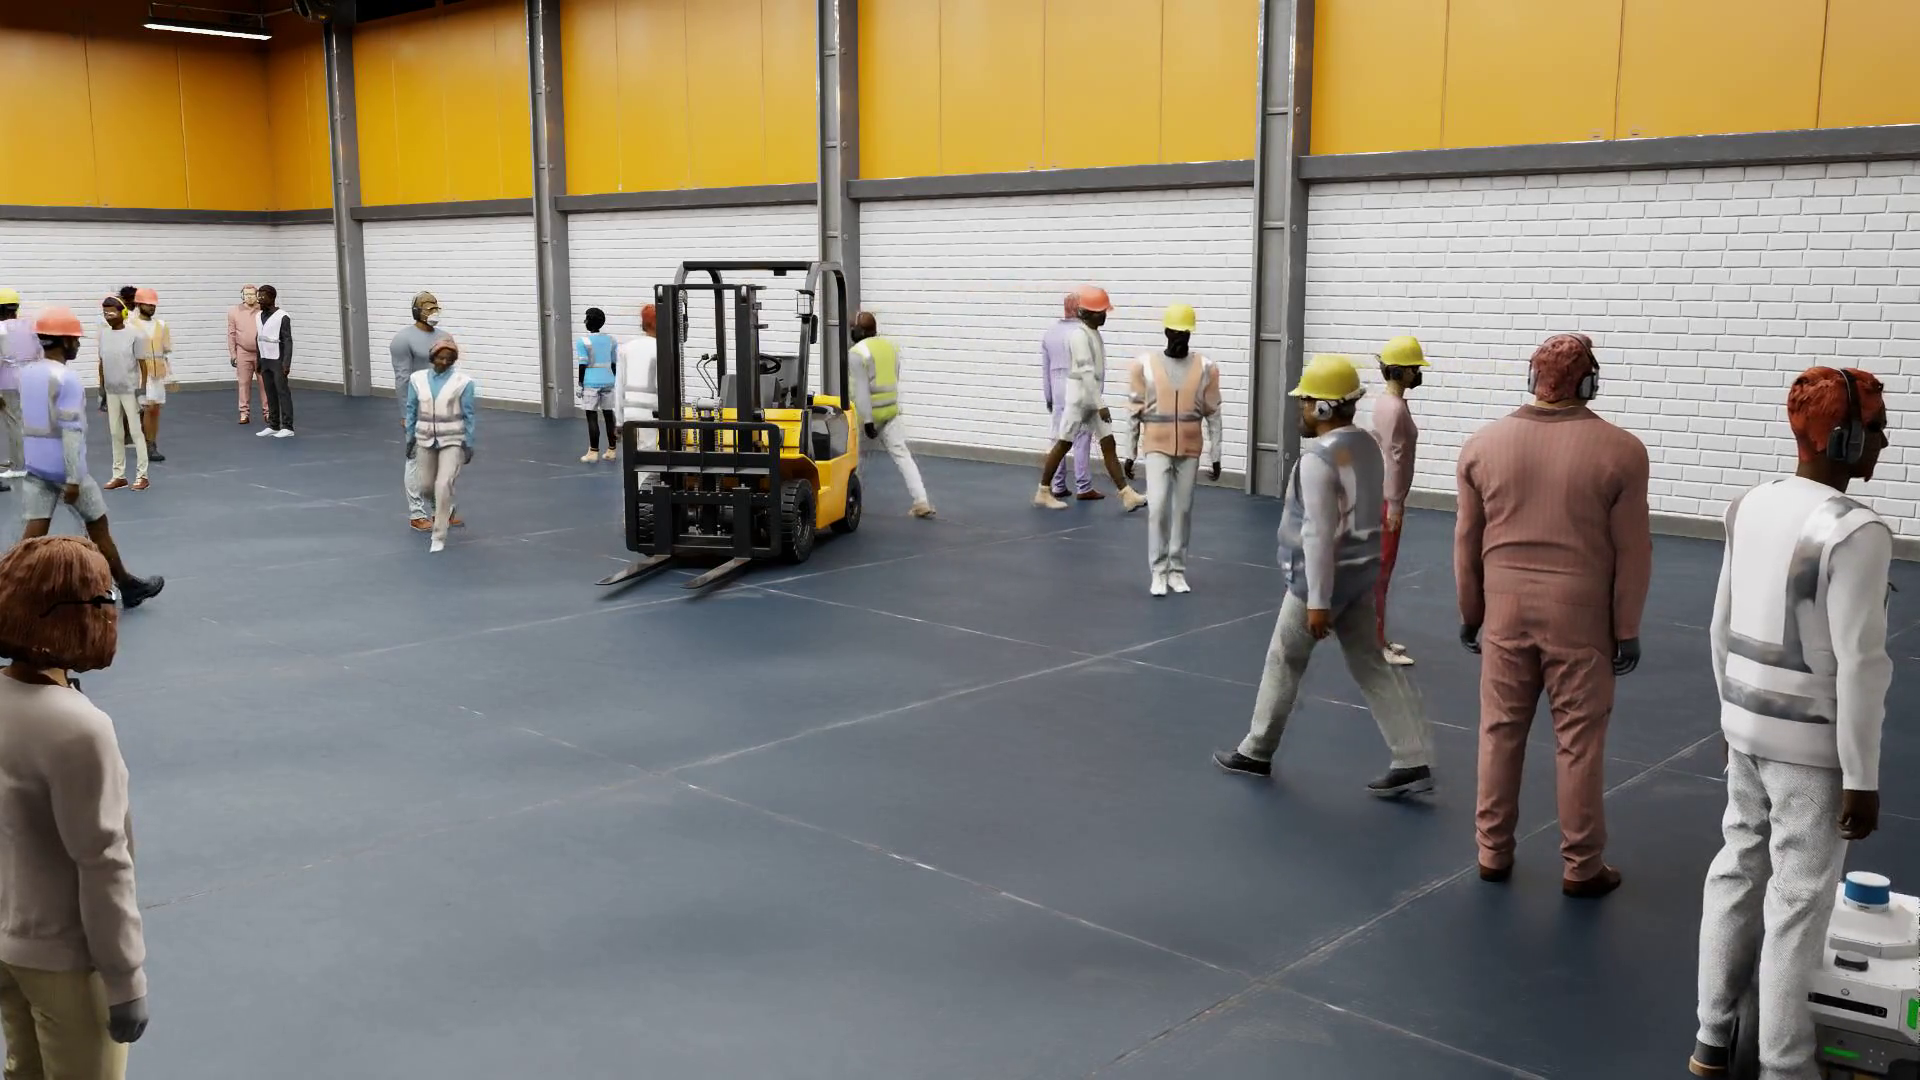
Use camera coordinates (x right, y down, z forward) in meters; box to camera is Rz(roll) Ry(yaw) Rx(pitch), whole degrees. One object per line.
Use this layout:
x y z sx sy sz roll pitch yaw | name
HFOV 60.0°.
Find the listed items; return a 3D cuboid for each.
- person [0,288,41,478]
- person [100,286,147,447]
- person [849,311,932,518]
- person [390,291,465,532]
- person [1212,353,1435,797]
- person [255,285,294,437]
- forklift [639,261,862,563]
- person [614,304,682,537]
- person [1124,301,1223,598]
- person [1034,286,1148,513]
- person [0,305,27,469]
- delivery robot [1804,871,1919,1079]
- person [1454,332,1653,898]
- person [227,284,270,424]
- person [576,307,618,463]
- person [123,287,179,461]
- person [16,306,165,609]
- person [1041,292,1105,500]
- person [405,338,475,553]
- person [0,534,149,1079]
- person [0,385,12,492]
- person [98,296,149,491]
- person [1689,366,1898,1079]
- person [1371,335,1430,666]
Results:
-9.616 -1.585 16.892 0.384 1.924 0.617 3 10 20 | person
-9.953 -2.076 19.959 0.627 1.925 0.702 -5 11 -29 | person
-0.713 -1.061 14.181 1.080 1.776 0.631 8 12 39 | person
-4.306 -1.040 13.503 0.372 1.940 0.631 5 10 26 | person
1.507 0.146 6.690 0.942 1.789 0.605 8 12 39 | person
-8.677 -2.260 21.040 0.596 1.918 0.380 5 11 29 | person
-1.552 -1.040 12.721 1.214 2.155 2.313 2 9 11 | forklift
-2.468 -0.954 13.295 0.578 1.837 0.742 6 11 34 | person
1.394 -0.571 10.716 0.626 1.906 0.669 0 9 -2 | person
1.132 -1.201 14.423 1.127 1.970 0.610 4 10 24 | person
-10.040 -1.680 17.686 0.516 1.855 0.329 5 11 30 | person
2.331 1.103 4.306 0.477 0.478 0.707 6 11 34 | delivery robot
2.017 0.252 5.677 0.643 1.910 0.400 7 12 37 | person
-9.684 -2.541 22.802 0.639 1.908 0.409 -4 10 -24 | person
-3.989 -1.701 18.281 0.316 1.700 0.541 8 12 39 | person
-8.859 -1.809 18.266 0.608 1.917 0.581 6 11 33 | person
-5.379 -0.458 10.071 0.565 1.882 0.978 4 10 24 | person
1.061 -1.322 15.325 0.641 1.910 0.401 9 13 43 | person
-3.915 -0.732 12.629 0.533 1.611 0.574 1 9 4 | person
-1.718 0.796 3.201 0.503 1.627 0.271 7 12 37 | person
-9.239 -1.390 15.655 0.372 1.934 0.551 3 10 20 | person
-8.030 -1.399 15.933 0.514 1.865 0.329 1 9 8 | person
2.097 0.510 4.166 0.349 1.882 0.577 -1 9 -6 | person
2.341 -0.220 8.998 0.331 1.768 0.526 2 9 10 | person
